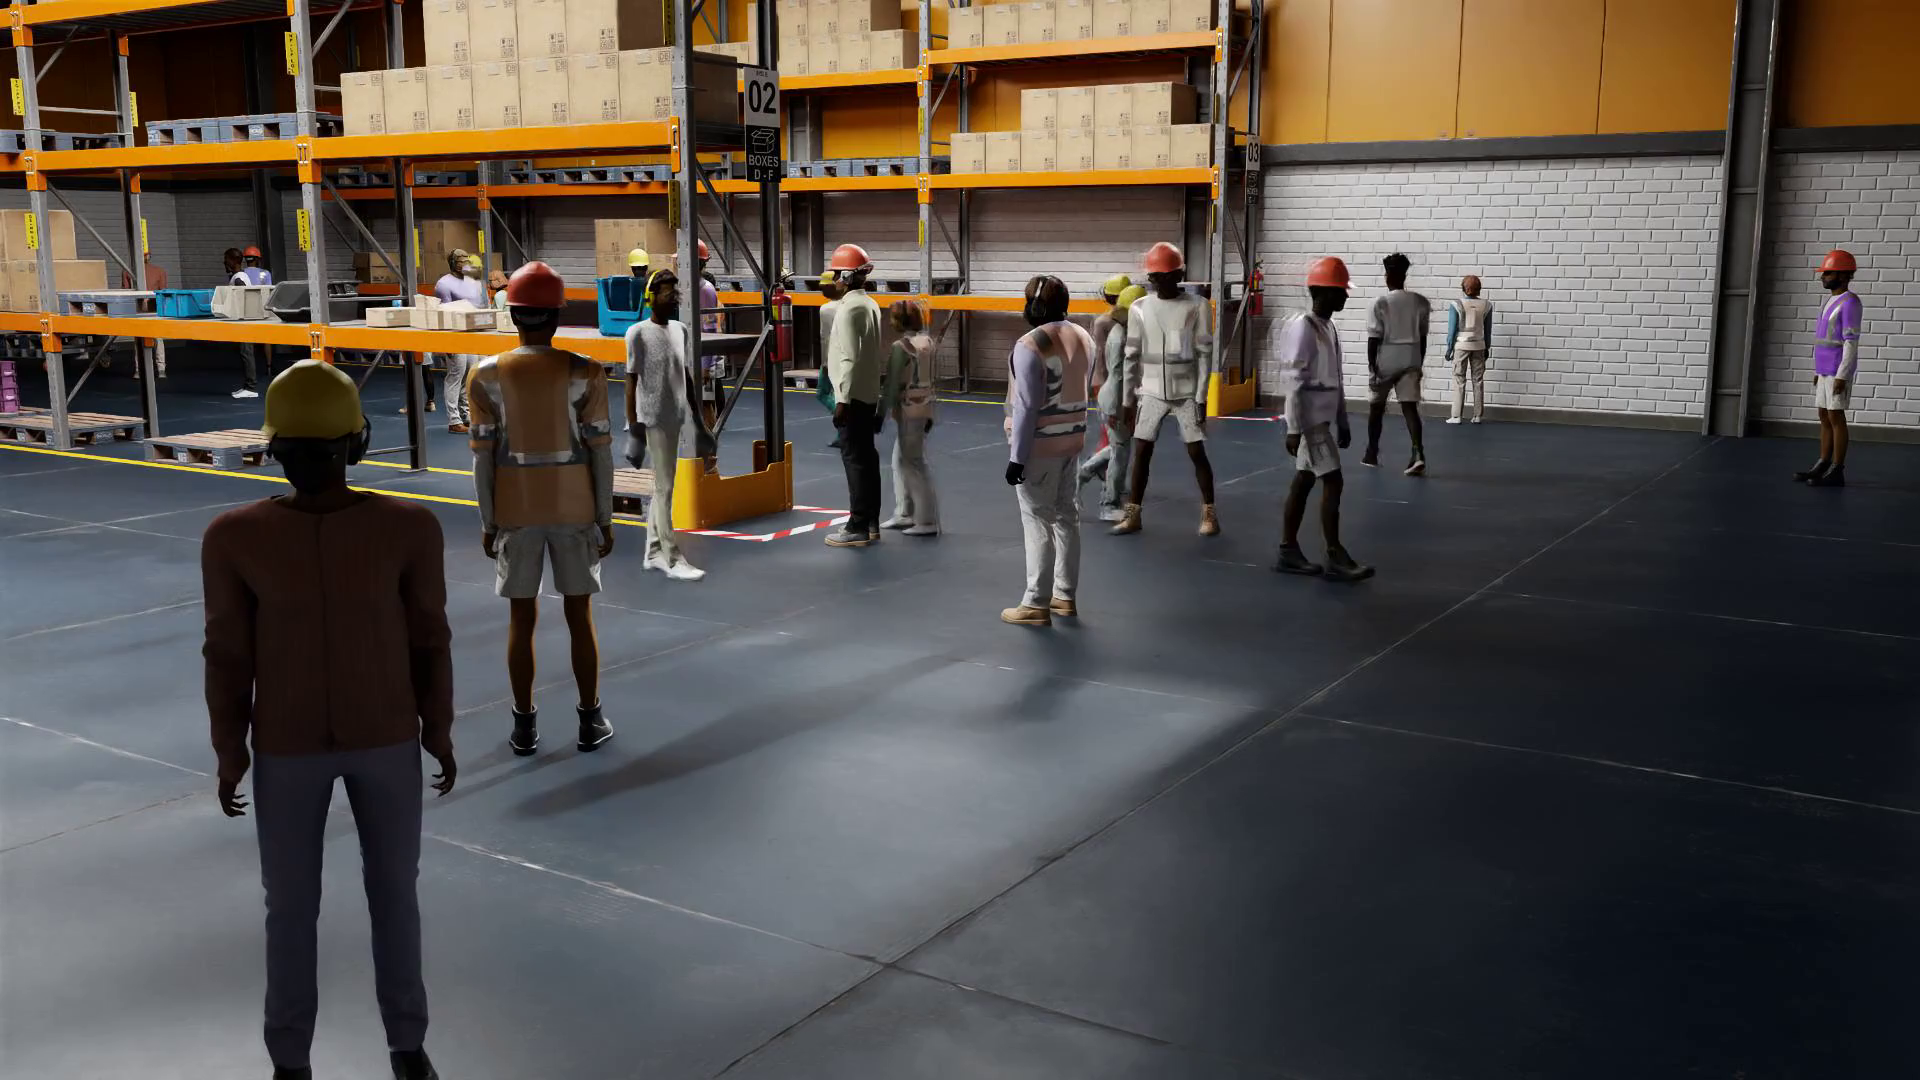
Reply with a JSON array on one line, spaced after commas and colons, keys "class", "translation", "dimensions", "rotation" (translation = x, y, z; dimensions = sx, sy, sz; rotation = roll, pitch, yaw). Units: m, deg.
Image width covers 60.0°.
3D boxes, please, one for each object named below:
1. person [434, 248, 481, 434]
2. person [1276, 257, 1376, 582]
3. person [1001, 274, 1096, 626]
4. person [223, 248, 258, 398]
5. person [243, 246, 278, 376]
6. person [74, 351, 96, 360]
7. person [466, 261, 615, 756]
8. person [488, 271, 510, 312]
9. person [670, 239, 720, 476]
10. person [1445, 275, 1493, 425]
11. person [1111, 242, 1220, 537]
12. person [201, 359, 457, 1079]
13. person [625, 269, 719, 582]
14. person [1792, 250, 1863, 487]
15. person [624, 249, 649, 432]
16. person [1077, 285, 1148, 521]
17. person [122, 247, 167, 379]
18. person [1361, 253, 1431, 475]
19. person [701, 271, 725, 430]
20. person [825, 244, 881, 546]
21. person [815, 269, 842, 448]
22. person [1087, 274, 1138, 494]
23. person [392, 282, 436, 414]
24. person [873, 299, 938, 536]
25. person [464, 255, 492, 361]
[{"class": "person", "translation": [-5.233, -2.083, 17.459], "dimensions": [0.372, 1.940, 0.631], "rotation": [3, 11, 14]}, {"class": "person", "translation": [2.239, -0.703, 9.868], "dimensions": [0.779, 1.913, 0.571], "rotation": [6, 12, 29]}, {"class": "person", "translation": [0.445, -0.472, 8.796], "dimensions": [0.429, 1.845, 0.627], "rotation": [7, 13, 35]}, {"class": "person", "translation": [-9.277, -2.800, 21.482], "dimensions": [0.378, 1.917, 0.597], "rotation": [-5, 11, -25]}, {"class": "person", "translation": [-10.509, -3.409, 24.833], "dimensions": [0.543, 1.927, 0.375], "rotation": [-2, 10, -10]}, {"class": "person", "translation": [-14.695, -3.824, 28.016], "dimensions": [0.586, 1.617, 0.342], "rotation": [-9, 14, -41]}, {"class": "person", "translation": [-1.631, -0.113, 6.542], "dimensions": [0.544, 1.939, 0.354], "rotation": [-2, 10, -10]}, {"class": "person", "translation": [-6.009, -2.713, 21.826], "dimensions": [0.289, 1.626, 0.498], "rotation": [-1, 10, -6]}, {"class": "person", "translation": [-2.249, -1.528, 14.080], "dimensions": [0.370, 2.048, 0.607], "rotation": [-6, 12, -30]}, {"class": "person", "translation": [5.587, -2.082, 18.279], "dimensions": [0.524, 1.639, 0.306], "rotation": [-2, 10, -10]}, {"class": "person", "translation": [1.414, -1.017, 11.371], "dimensions": [0.641, 2.025, 0.469], "rotation": [5, 11, 24]}, {"class": "person", "translation": [-1.416, 0.471, 3.786], "dimensions": [0.531, 1.765, 0.327], "rotation": [-4, 11, -22]}, {"class": "person", "translation": [-1.732, -0.690, 10.008], "dimensions": [0.520, 1.868, 0.561], "rotation": [5, 12, 28]}, {"class": "person", "translation": [7.173, -1.405, 13.697], "dimensions": [0.368, 1.939, 0.542], "rotation": [2, 10, 9]}, {"class": "person", "translation": [-3.376, -2.111, 17.643], "dimensions": [0.587, 1.927, 0.367], "rotation": [-3, 11, -14]}, {"class": "person", "translation": [1.082, -0.983, 11.989], "dimensions": [0.609, 1.710, 0.514], "rotation": [2, 10, 12]}, {"class": "person", "translation": [-11.908, -3.351, 24.330], "dimensions": [0.623, 1.989, 0.400], "rotation": [-3, 11, -18]}, {"class": "person", "translation": [3.819, -1.535, 14.495], "dimensions": [0.613, 1.930, 1.008], "rotation": [-1, 10, -7]}, {"class": "person", "translation": [-2.660, -1.974, 17.517], "dimensions": [0.320, 1.697, 0.531], "rotation": [4, 11, 20]}, {"class": "person", "translation": [-0.708, -0.957, 11.056], "dimensions": [0.384, 1.993, 0.623], "rotation": [2, 11, 13]}, {"class": "person", "translation": [-1.177, -1.739, 16.075], "dimensions": [0.427, 1.758, 0.538], "rotation": [6, 12, 32]}, {"class": "person", "translation": [1.217, -1.245, 13.322], "dimensions": [0.438, 1.754, 0.531], "rotation": [9, 14, 41]}, {"class": "person", "translation": [-6.391, -2.314, 19.434], "dimensions": [0.322, 1.690, 0.533], "rotation": [6, 12, 29]}, {"class": "person", "translation": [-0.381, -0.829, 11.374], "dimensions": [0.534, 1.618, 0.531], "rotation": [3, 11, 16]}, {"class": "person", "translation": [-6.890, -3.189, 23.968], "dimensions": [0.873, 1.792, 0.621], "rotation": [4, 11, 20]}]
